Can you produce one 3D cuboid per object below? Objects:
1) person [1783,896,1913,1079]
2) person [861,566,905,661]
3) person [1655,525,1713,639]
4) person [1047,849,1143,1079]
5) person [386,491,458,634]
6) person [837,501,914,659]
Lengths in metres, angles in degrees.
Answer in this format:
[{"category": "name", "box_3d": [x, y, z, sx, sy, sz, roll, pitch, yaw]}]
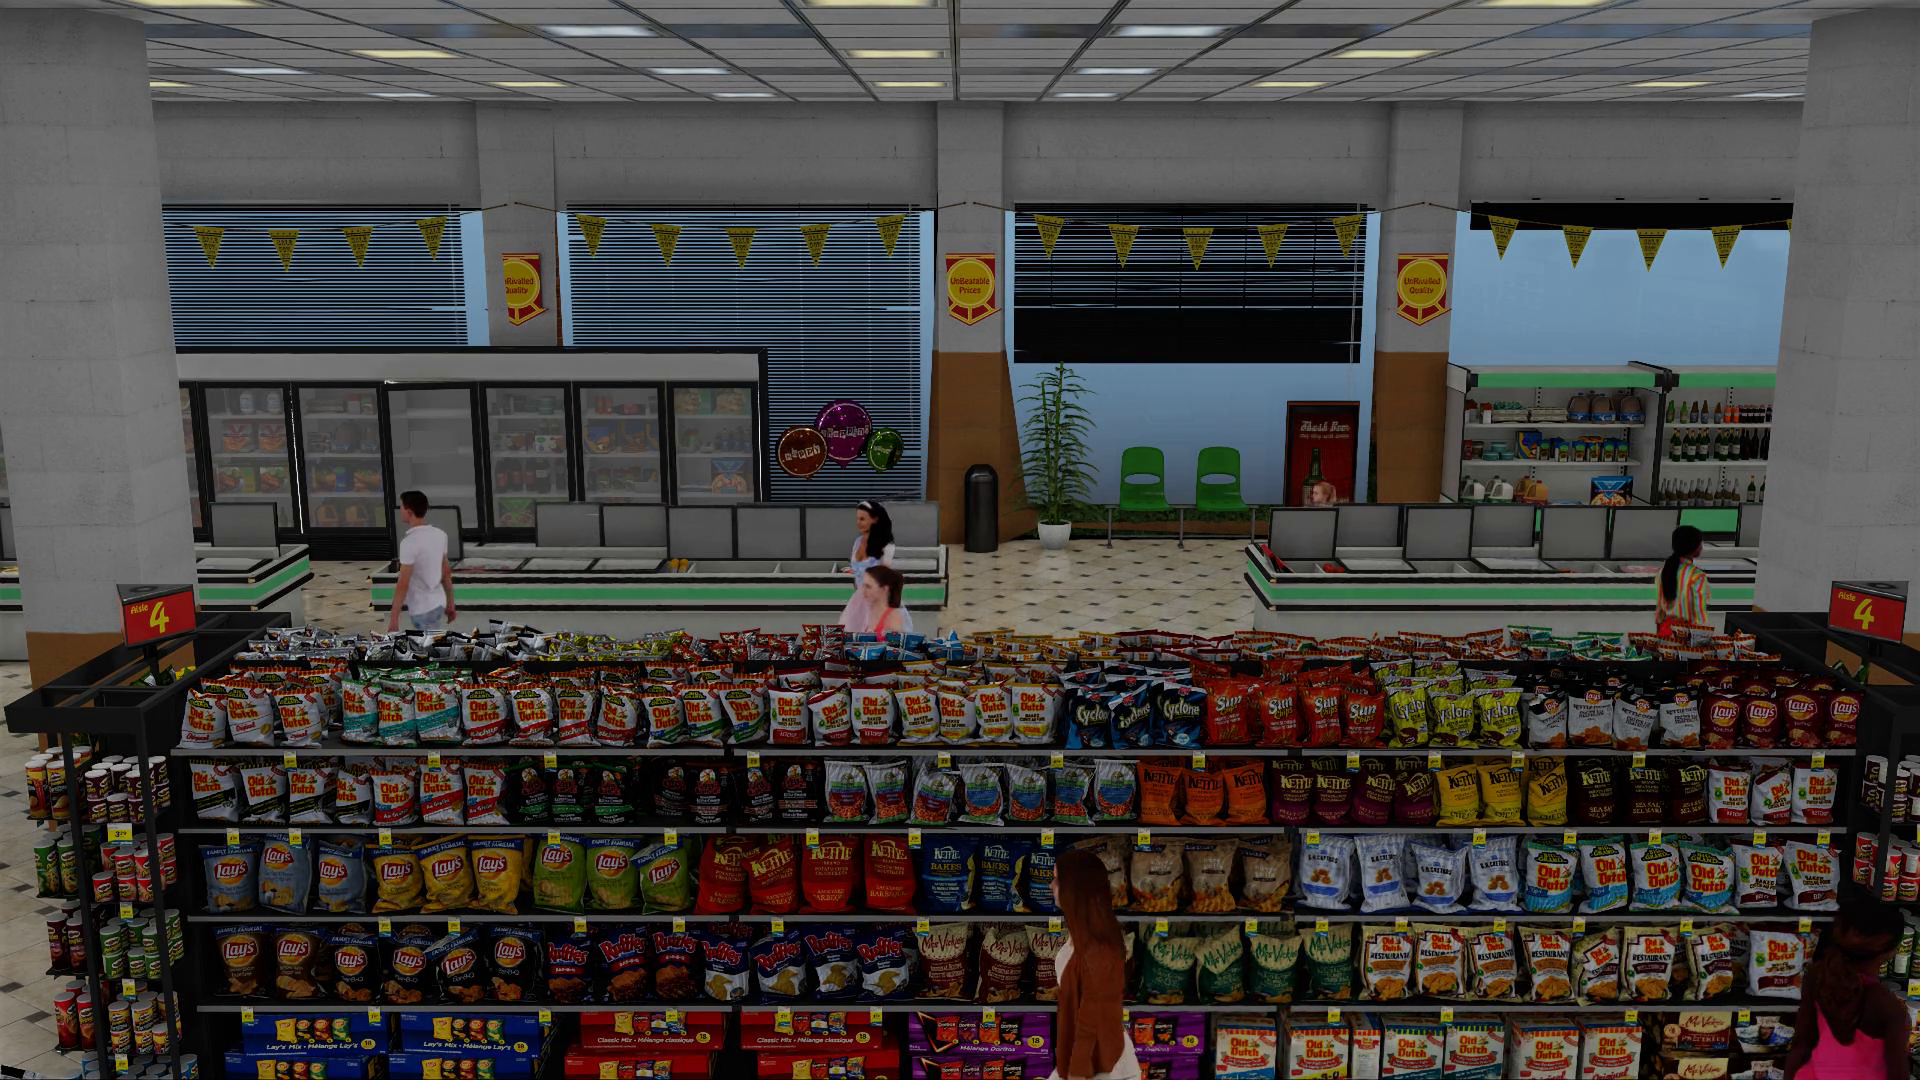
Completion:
[{"category": "person", "box_3d": [2.942, 2.046, 5.723, 0.771, 1.706, 0.697, -4, 13, -20]}, {"category": "person", "box_3d": [-0.387, 1.002, 10.615, 0.778, 1.733, 0.721, -4, 13, -19]}, {"category": "person", "box_3d": [4.919, 0.794, 11.497, 0.993, 1.777, 0.789, -5, 13, -21]}, {"category": "person", "box_3d": [0.598, 1.960, 6.141, 0.619, 1.702, 0.636, -1, 12, -3]}, {"category": "person", "box_3d": [-3.925, 0.558, 12.525, 1.147, 1.817, 0.828, 2, 12, 11]}, {"category": "person", "box_3d": [-0.565, 0.603, 12.413, 1.157, 1.775, 1.159, 10, 15, 38]}]
